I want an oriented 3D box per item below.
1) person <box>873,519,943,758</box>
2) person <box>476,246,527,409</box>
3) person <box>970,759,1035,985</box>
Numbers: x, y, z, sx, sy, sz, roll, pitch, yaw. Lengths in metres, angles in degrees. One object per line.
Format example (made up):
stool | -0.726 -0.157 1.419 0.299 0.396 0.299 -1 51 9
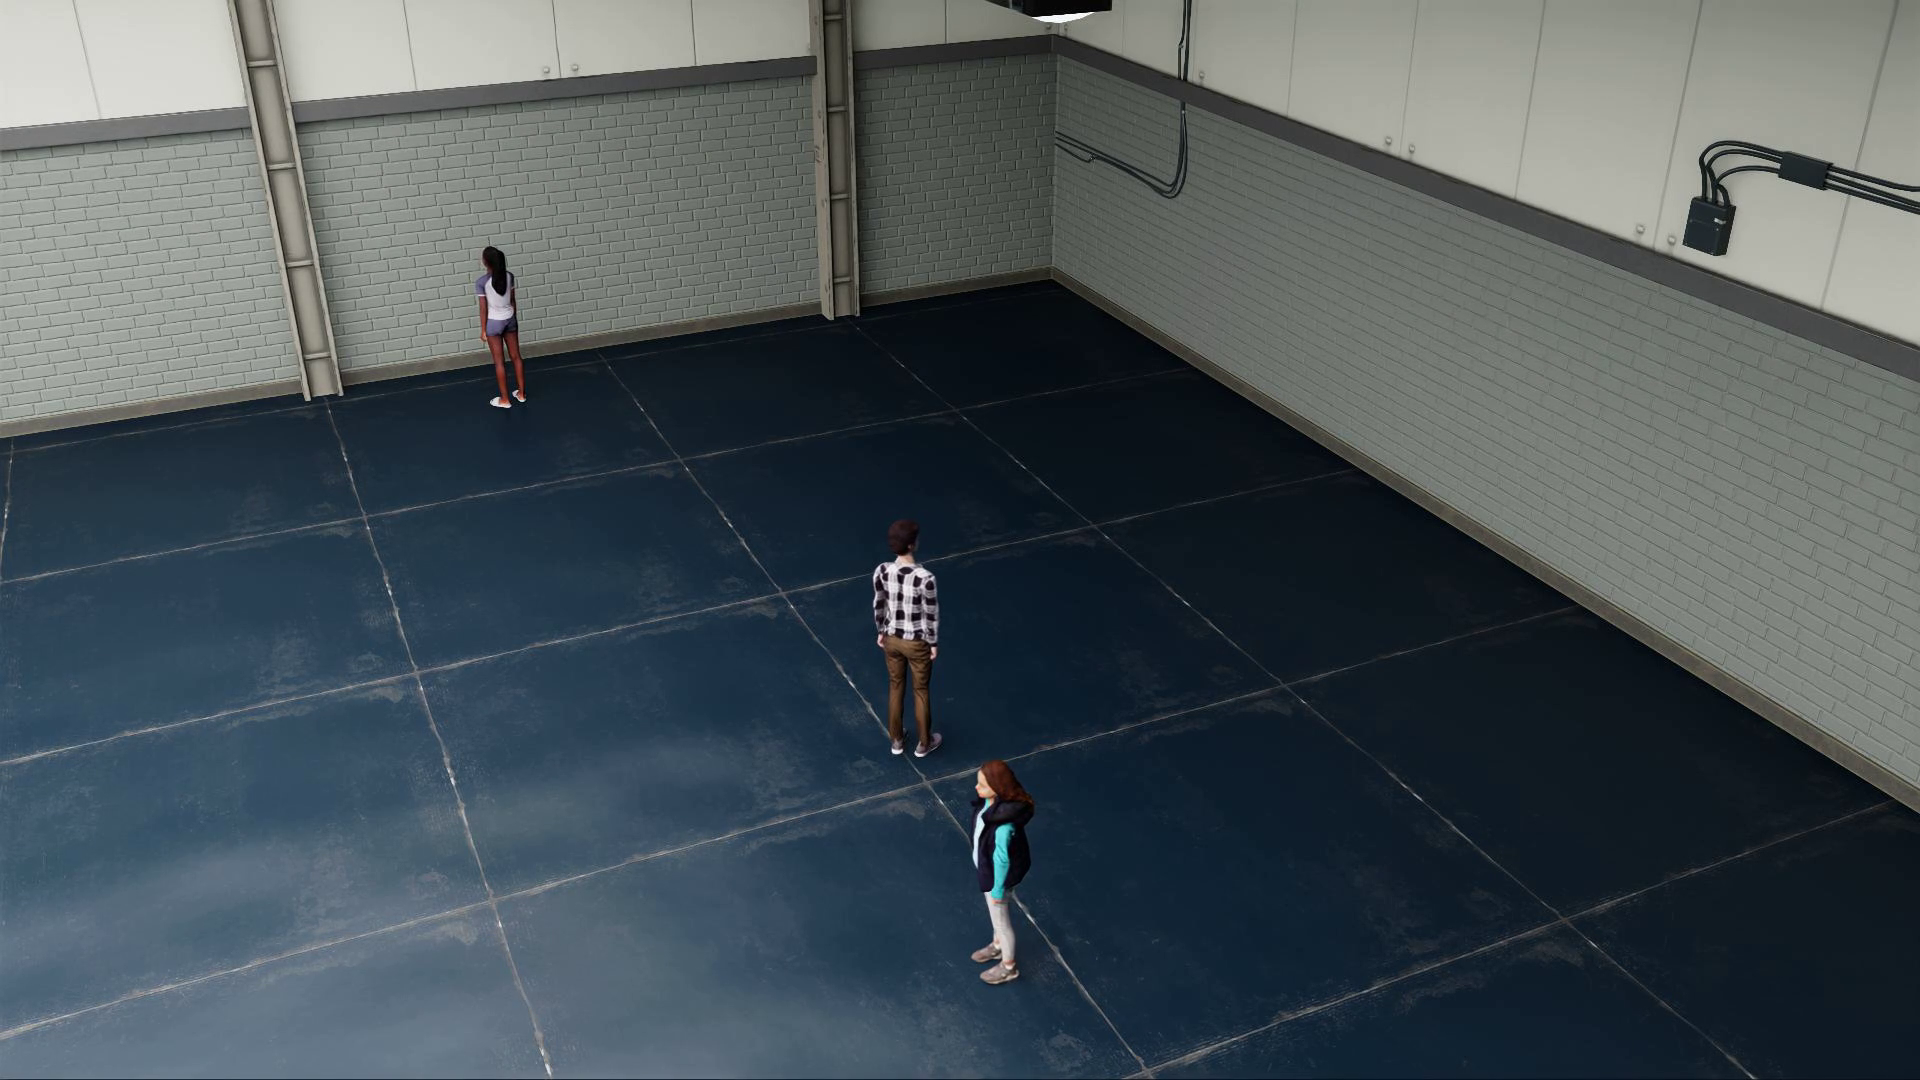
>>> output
person | -0.359 0.689 11.588 0.693 1.806 0.749 10 29 19
person | -4.793 -2.233 17.356 0.755 1.722 0.645 21 34 35
person | 0.224 1.886 9.597 0.642 1.500 0.618 -5 28 -9
